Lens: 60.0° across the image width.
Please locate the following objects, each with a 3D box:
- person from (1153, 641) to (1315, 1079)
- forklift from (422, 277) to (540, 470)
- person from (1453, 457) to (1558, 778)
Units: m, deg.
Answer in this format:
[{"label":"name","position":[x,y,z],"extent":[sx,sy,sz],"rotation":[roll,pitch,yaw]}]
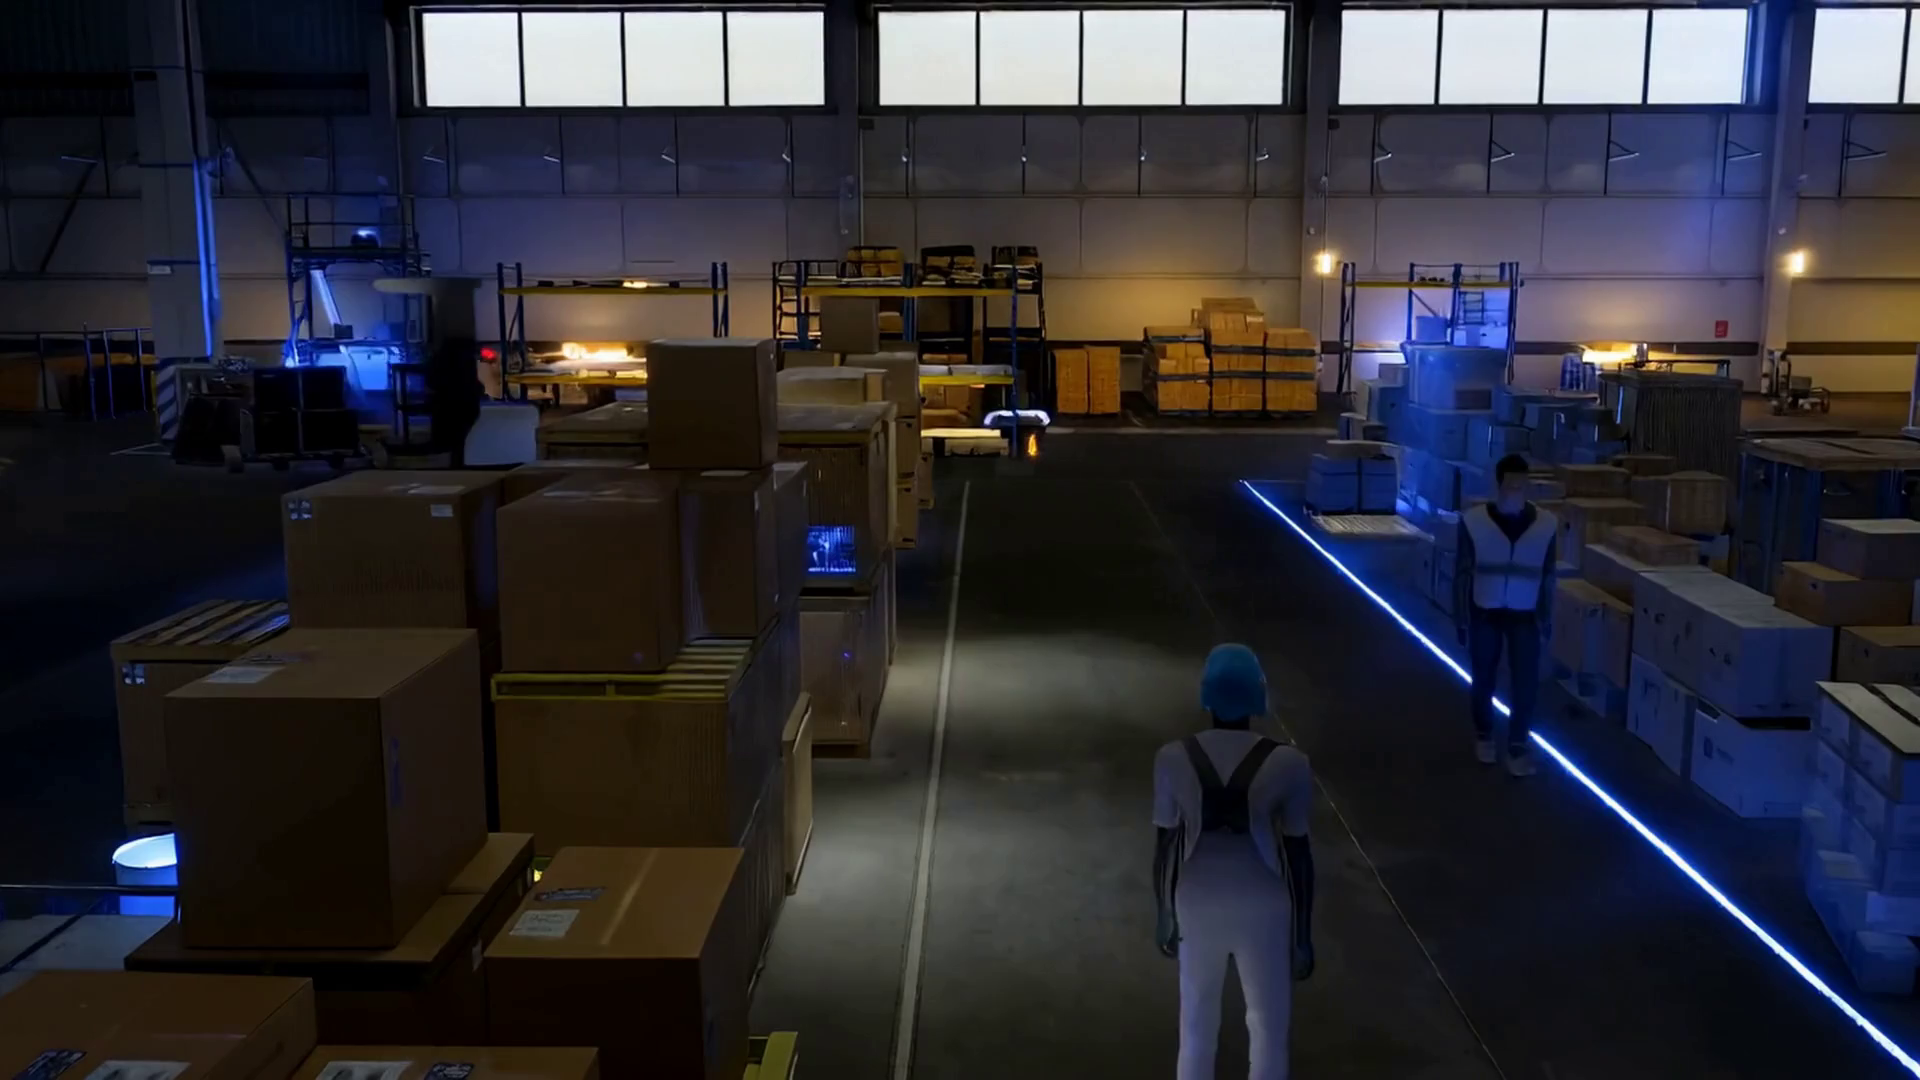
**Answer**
[{"label":"person","position":[0.881,1.230,5.367],"extent":[0.516,1.846,0.354],"rotation":[3,10,18]},{"label":"forklift","position":[-6.761,-2.172,22.647],"extent":[1.873,2.768,1.129],"rotation":[-4,10,-25]},{"label":"person","position":[3.248,0.456,9.866],"extent":[0.628,1.888,0.804],"rotation":[1,10,5]}]
